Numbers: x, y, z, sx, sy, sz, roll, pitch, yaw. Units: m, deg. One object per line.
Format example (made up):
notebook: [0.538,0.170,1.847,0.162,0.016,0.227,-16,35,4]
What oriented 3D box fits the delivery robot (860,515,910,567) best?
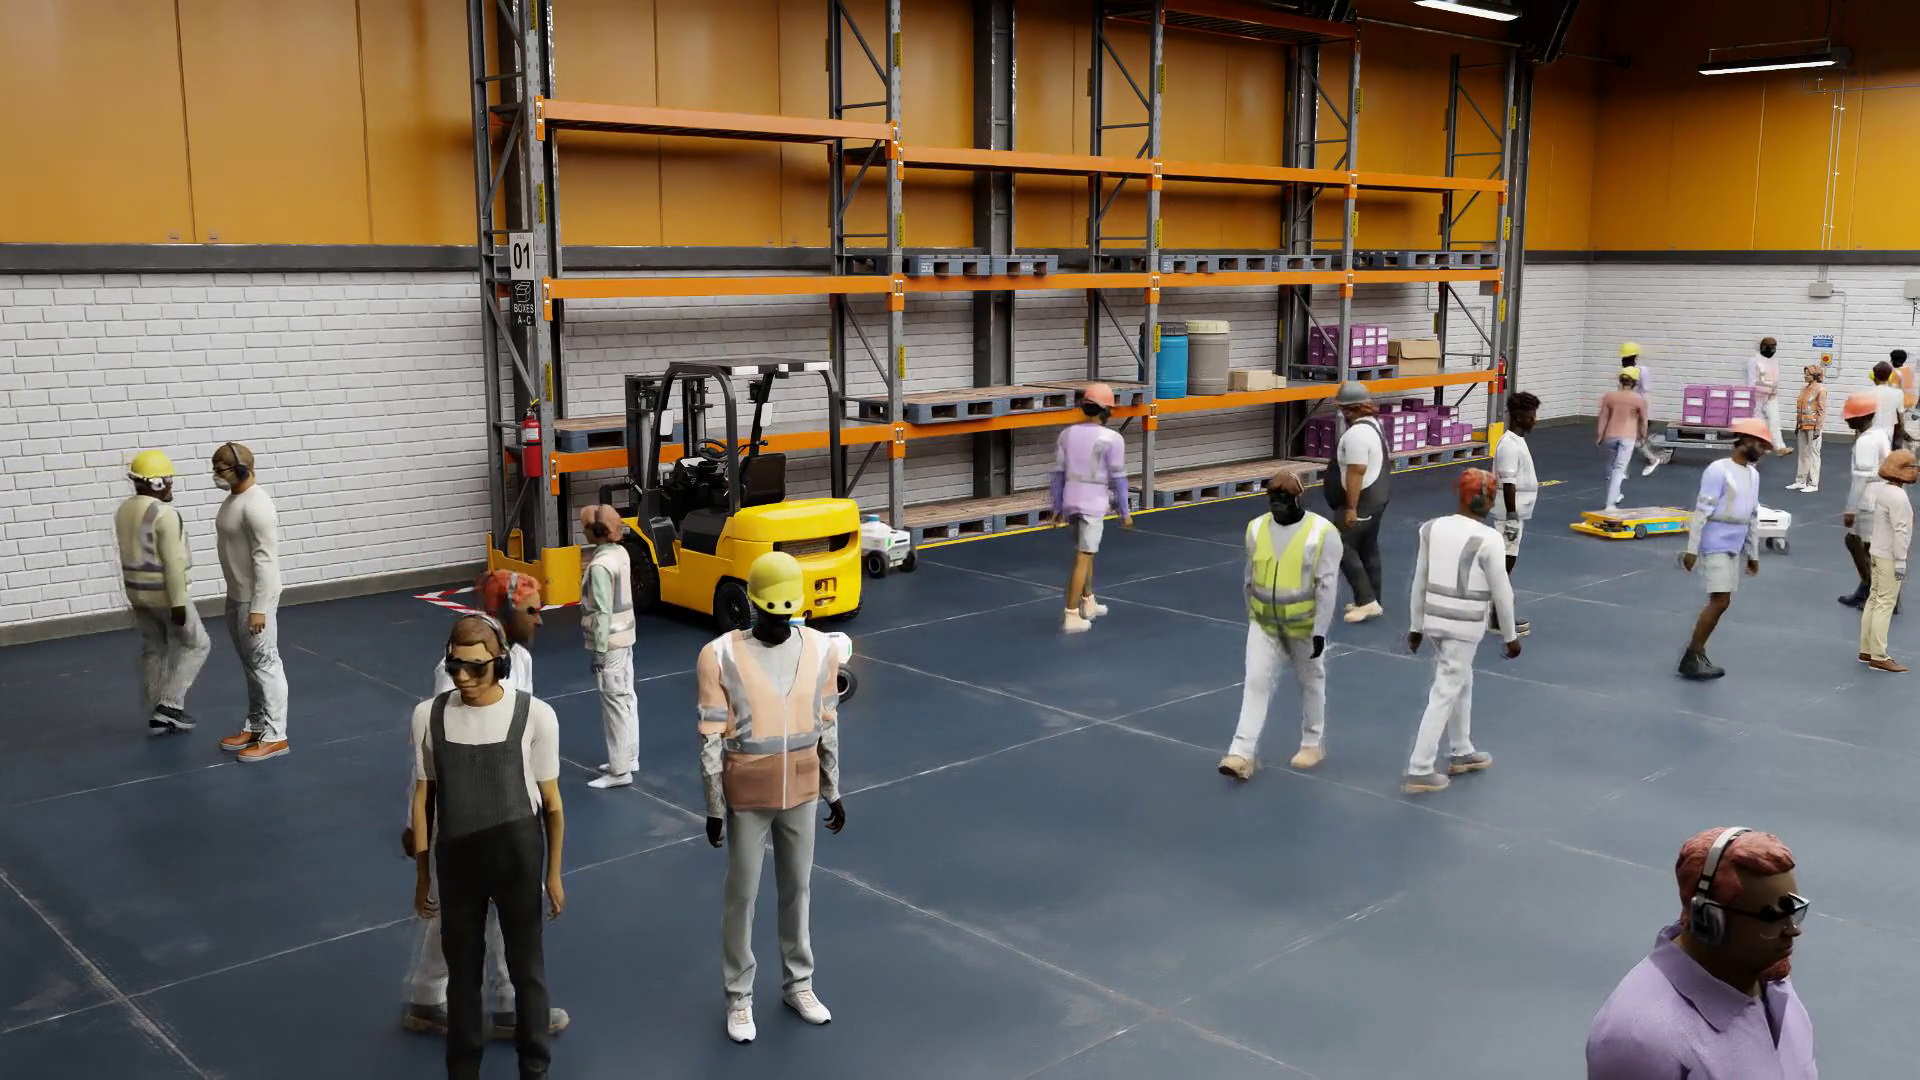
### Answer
delivery robot: [-0.822,0.003,15.931,0.707,0.478,0.477,8,13,40]

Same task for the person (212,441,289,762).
person: [-4.302,0.364,10.062,0.373,1.935,0.628,-7,12,-37]

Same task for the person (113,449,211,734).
person: [-5.072,0.335,10.561,0.627,1.817,0.430,6,11,32]

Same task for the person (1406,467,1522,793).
person: [2.901,0.504,9.478,0.883,1.844,0.587,-5,11,-26]

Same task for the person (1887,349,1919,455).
person: [13.982,-1.991,24.619,0.566,1.663,0.582,-6,11,-32]

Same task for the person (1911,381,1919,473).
person: [13.548,-1.862,23.278,0.519,1.874,0.331,-4,10,-22]

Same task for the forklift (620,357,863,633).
forklift: [-1.847,-0.414,13.852,1.214,2.155,2.313,-9,13,-42]

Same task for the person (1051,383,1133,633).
person: [1.098,-0.268,13.554,0.860,1.997,0.620,-9,13,-43]

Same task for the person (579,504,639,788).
person: [-2.008,0.602,9.534,0.310,1.636,0.523,0,10,1]

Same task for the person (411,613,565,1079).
person: [-1.625,1.146,5.743,0.517,1.842,0.326,0,10,-2]

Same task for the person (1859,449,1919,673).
person: [6.843,0.144,12.227,0.282,1.633,0.501,2,10,13]

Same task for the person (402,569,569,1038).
person: [-1.833,1.031,6.445,0.767,1.831,0.605,1,10,7]

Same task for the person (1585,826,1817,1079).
person: [1.542,1.511,3.427,0.641,1.908,0.409,-9,13,-42]

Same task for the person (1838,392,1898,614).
person: [7.745,-0.314,14.138,0.621,1.889,0.559,6,12,33]

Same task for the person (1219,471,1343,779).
person: [1.874,0.502,9.659,0.624,1.791,0.954,6,12,33]

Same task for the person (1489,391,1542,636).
person: [4.455,-0.217,13.398,0.367,1.956,0.604,3,10,20]

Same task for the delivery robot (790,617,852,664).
delivery robot: [-1.115,0.773,11.402,0.707,0.478,0.477,-4,11,-16]

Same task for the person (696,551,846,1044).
person: [-0.722,0.983,6.486,0.586,1.917,0.381,-5,11,-27]

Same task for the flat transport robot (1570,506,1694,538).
flat transport robot: [7.491,-0.201,18.225,1.431,0.197,0.652,-4,10,-20]

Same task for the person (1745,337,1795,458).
person: [12.176,-2.130,25.035,0.655,1.802,0.900,-3,10,-18]

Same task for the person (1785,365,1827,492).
person: [10.961,-1.436,21.460,0.308,1.641,0.517,-1,10,-5]

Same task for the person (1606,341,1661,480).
person: [9.135,-1.742,22.497,0.642,1.900,0.598,-2,10,-12]

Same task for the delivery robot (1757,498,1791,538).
delivery robot: [8.126,-0.195,17.089,0.707,0.478,0.477,2,10,9]

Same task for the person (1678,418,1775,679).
person: [5.505,0.064,11.976,0.631,1.875,0.441,-7,12,-37]

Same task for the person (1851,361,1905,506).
person: [10.501,-1.115,18.990,0.559,1.845,0.619,2,10,10]

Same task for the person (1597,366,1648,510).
person: [7.936,-1.207,19.871,0.523,1.722,0.898,9,13,43]

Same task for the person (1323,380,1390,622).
person: [3.329,-0.350,13.929,0.568,2.000,0.726,5,11,26]
